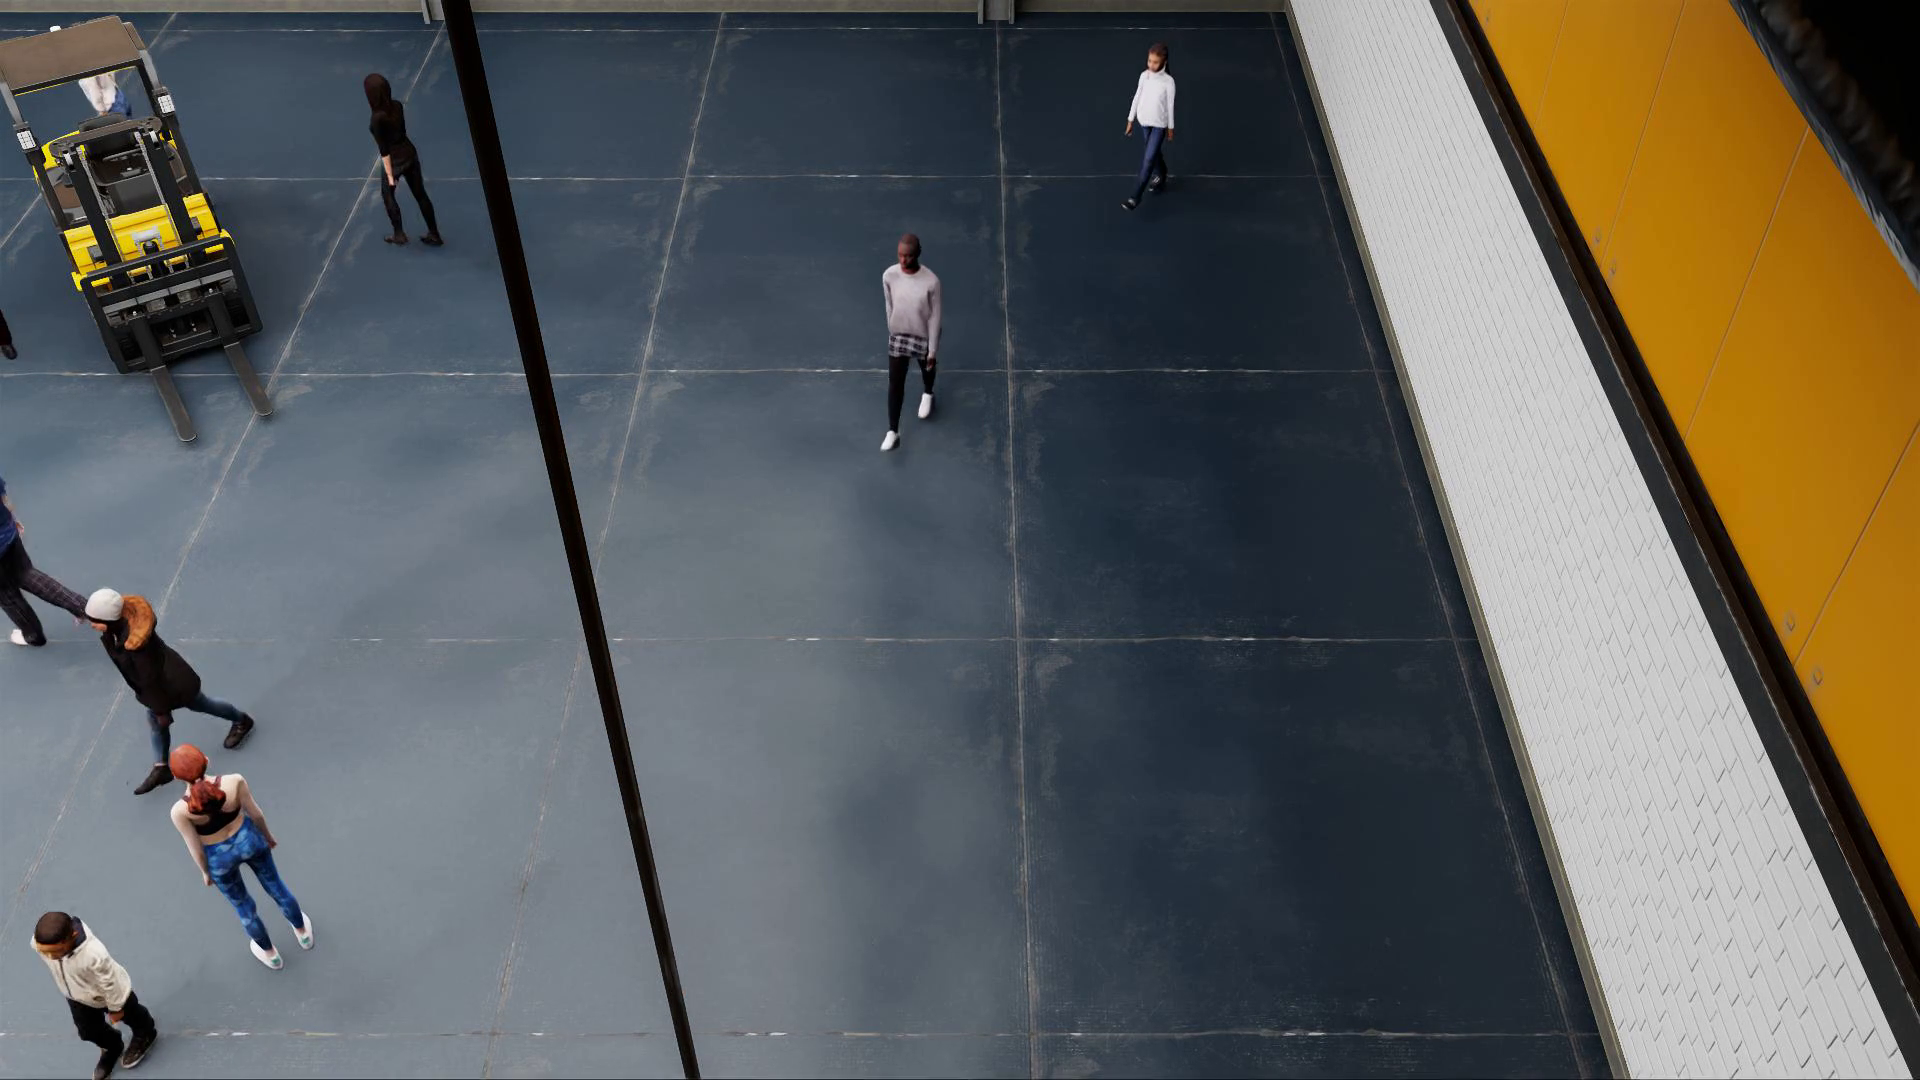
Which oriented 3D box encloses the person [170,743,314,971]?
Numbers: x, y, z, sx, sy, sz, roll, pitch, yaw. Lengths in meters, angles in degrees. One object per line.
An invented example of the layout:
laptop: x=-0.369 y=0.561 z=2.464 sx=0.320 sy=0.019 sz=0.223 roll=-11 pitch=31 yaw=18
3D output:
person: x=-3.937 y=1.721 z=9.051 sx=0.670 sy=1.785 sz=0.734 roll=-33 pitch=53 yaw=-30

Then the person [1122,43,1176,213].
person: x=1.796 y=-3.775 z=15.018 sx=1.043 sy=1.513 sz=1.035 roll=29 pitch=51 yaw=27

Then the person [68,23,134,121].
person: x=-7.504 y=-3.811 z=14.919 sx=0.745 sy=1.701 sz=0.636 roll=2 pitch=44 yaw=2

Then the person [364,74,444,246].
person: x=-4.773 y=-3.247 z=14.383 sx=0.857 sy=1.624 sz=0.746 roll=20 pitch=47 yaw=20

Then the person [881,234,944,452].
person: x=-0.305 y=-1.578 z=12.555 sx=1.136 sy=1.729 sz=0.874 roll=10 pitch=44 yaw=10

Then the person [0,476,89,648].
person: x=-6.175 y=0.042 z=10.763 sx=0.921 sy=1.855 sz=0.762 roll=8 pitch=44 yaw=8

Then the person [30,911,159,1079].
person: x=-4.490 y=2.280 z=8.721 sx=0.599 sy=1.431 sz=0.727 roll=12 pitch=45 yaw=12

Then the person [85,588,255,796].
person: x=-4.797 y=0.820 z=10.144 sx=1.081 sy=1.583 sz=1.095 roll=30 pitch=51 yaw=28
